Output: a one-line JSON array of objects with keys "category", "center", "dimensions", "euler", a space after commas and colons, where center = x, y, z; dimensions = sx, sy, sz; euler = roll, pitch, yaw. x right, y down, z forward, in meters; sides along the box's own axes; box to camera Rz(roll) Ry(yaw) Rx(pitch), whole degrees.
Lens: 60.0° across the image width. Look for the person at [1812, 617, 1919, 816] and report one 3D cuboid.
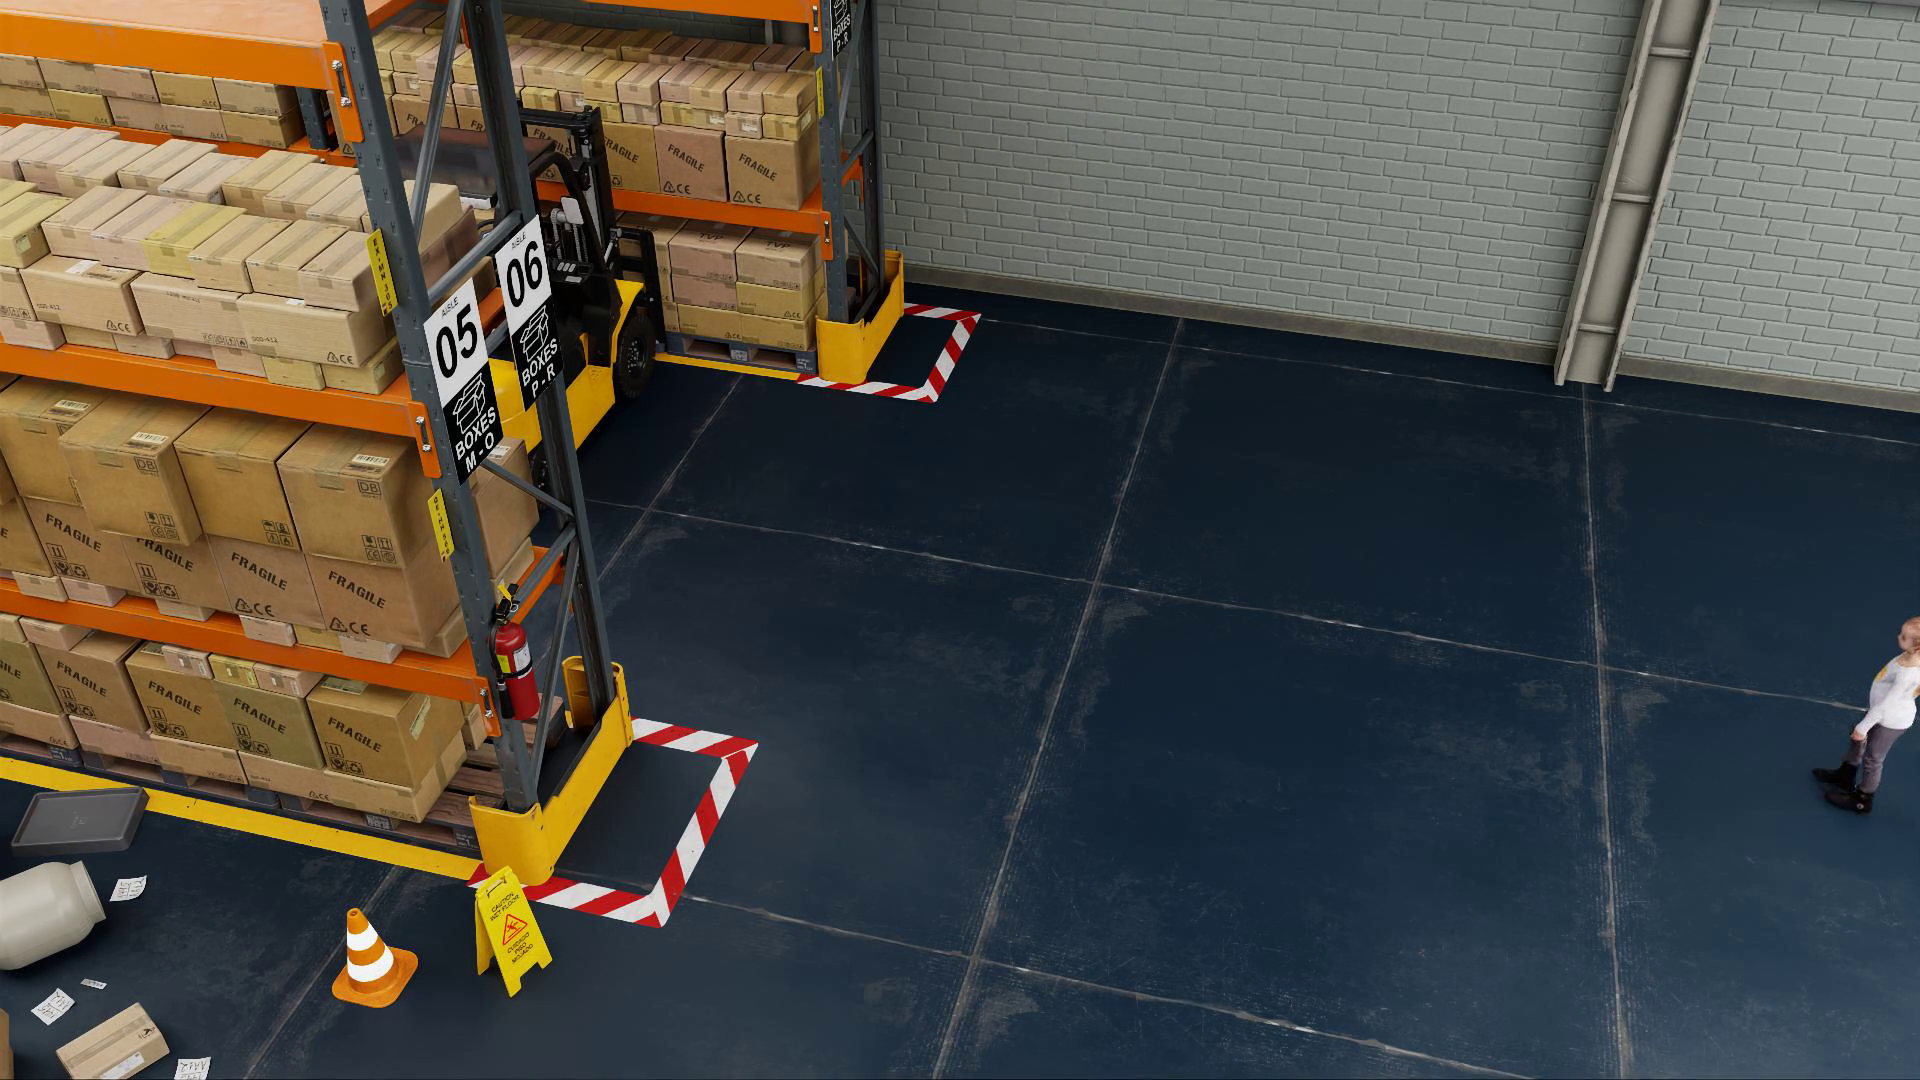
[{"category": "person", "center": [4.764, 0.916, 8.428], "dimensions": [0.683, 1.272, 0.623], "euler": [26, 45, 30]}]
